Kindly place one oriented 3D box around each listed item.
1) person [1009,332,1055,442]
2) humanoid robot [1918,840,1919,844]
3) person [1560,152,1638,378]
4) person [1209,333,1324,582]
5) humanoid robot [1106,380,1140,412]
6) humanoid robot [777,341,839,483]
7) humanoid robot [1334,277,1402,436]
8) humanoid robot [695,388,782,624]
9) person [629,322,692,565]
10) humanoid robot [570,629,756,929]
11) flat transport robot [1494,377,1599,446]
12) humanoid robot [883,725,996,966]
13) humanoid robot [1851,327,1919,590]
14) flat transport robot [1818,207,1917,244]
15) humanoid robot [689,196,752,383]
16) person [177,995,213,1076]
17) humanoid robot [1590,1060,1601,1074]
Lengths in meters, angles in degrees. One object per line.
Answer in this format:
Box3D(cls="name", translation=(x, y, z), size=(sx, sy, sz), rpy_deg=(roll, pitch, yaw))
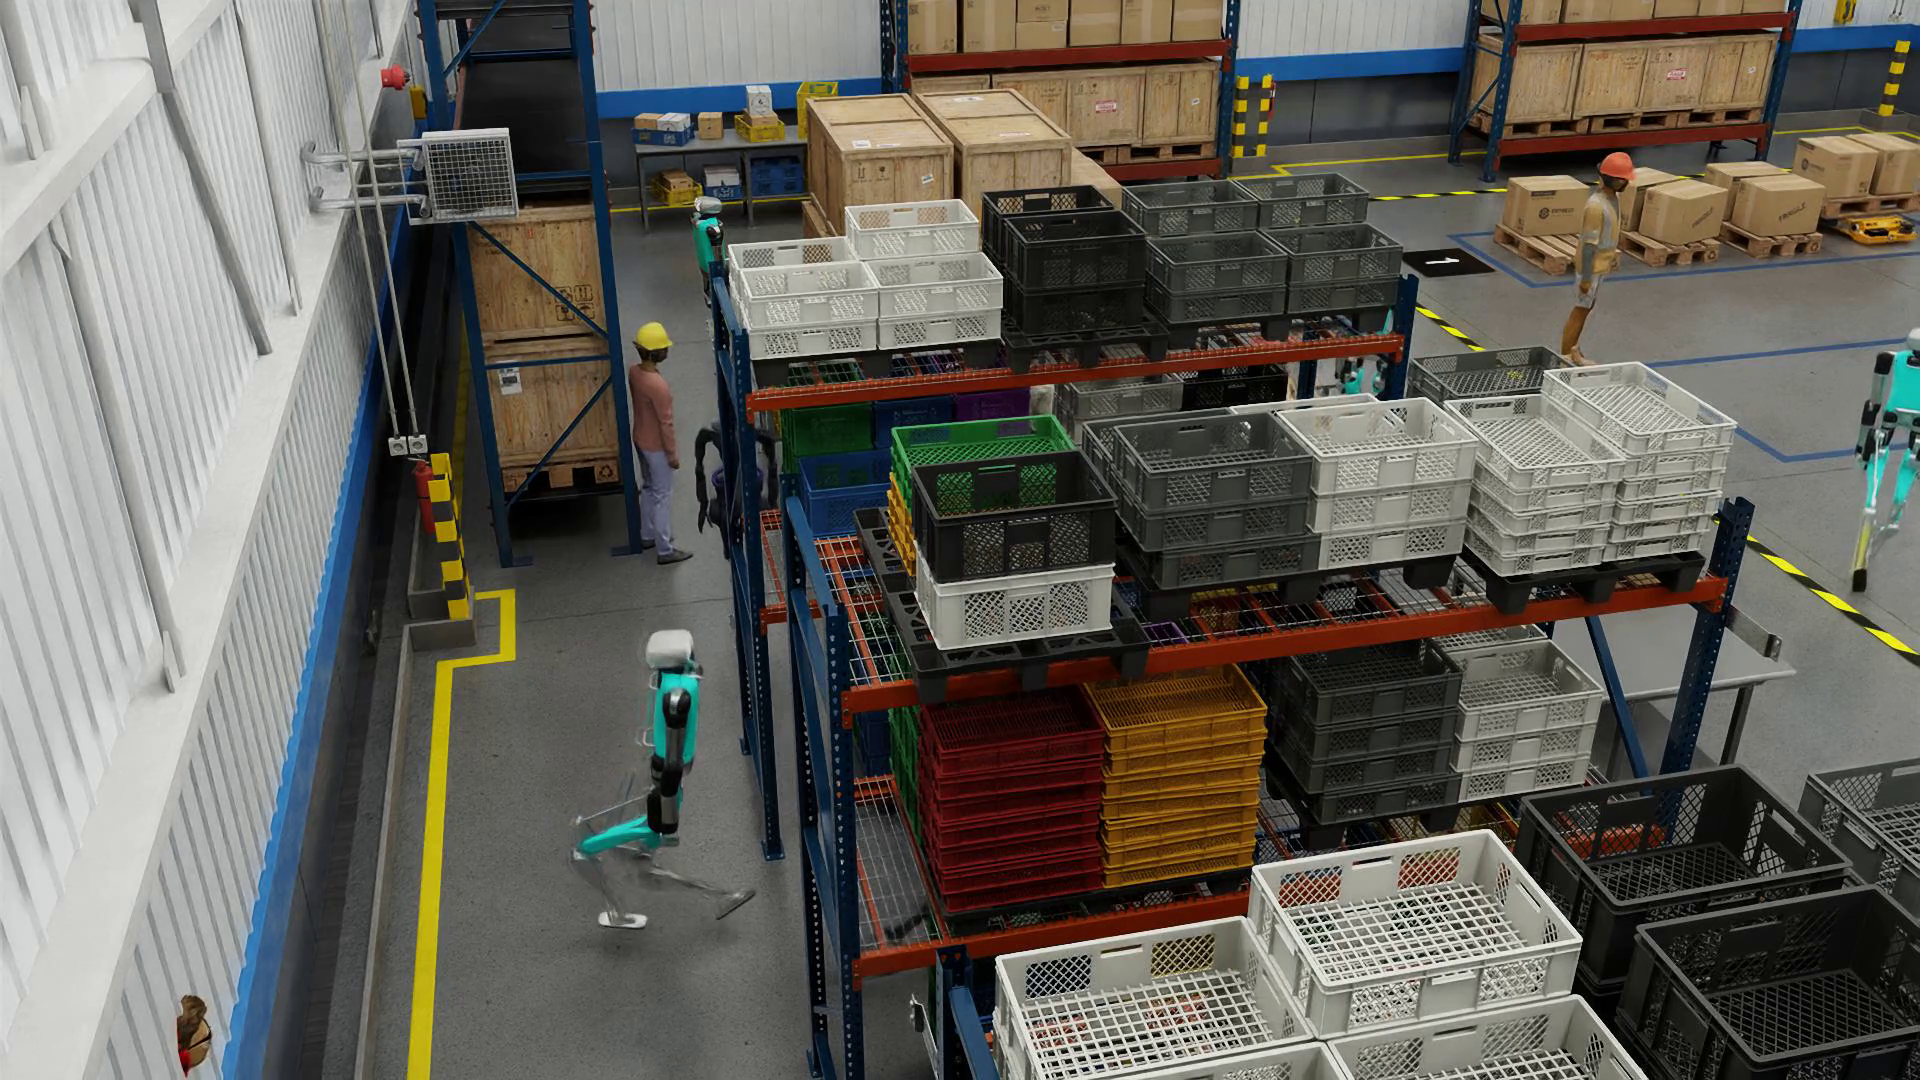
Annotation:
Box3D(cls="person", translation=(0.436, -0.628, 11.562), size=(0.504, 1.839, 0.337), rpy_deg=(19, 33, 32))
Box3D(cls="humanoid robot", translation=(4.632, 1.608, 7.521), size=(0.732, 1.881, 0.539), rpy_deg=(5, 28, 9))
Box3D(cls="person", translation=(5.658, -2.432, 14.760), size=(0.390, 2.040, 0.613), rpy_deg=(17, 32, 28))
Box3D(cls="person", translation=(2.084, -0.507, 11.293), size=(1.008, 1.871, 0.545), rpy_deg=(5, 28, 10))
Box3D(cls="humanoid robot", translation=(0.751, -0.174, 10.831), size=(0.876, 1.762, 0.532), rpy_deg=(-7, 29, -13))
Box3D(cls="humanoid robot", translation=(-1.038, -0.751, 12.009), size=(0.611, 1.615, 0.789), rpy_deg=(-24, 36, -38))
Box3D(cls="humanoid robot", translation=(3.227, -1.309, 12.980), size=(0.541, 1.808, 0.800), rpy_deg=(17, 32, 28))
Box3D(cls="humanoid robot", translation=(-1.467, -0.301, 11.139), size=(0.587, 1.634, 0.706), rpy_deg=(-1, 28, -3))
Box3D(cls="person", translation=(-2.133, -0.689, 11.760), size=(0.344, 1.761, 0.529), rpy_deg=(-17, 32, -29))
Box3D(cls="humanoid robot", translation=(-1.549, 1.242, 8.108), size=(1.028, 1.731, 0.554), rpy_deg=(-3, 28, -6))
Box3D(cls="flat transport robot", translation=(4.780, -1.036, 14.013), size=(0.659, 0.231, 1.431), rpy_deg=(-6, 28, -12))
Box3D(cls="humanoid robot", translation=(-0.063, 1.389, 7.912), size=(0.597, 1.633, 0.590), rpy_deg=(-9, 29, -17))
Box3D(cls="humanoid robot", translation=(6.445, -0.506, 11.458), size=(0.545, 1.771, 0.933), rpy_deg=(13, 31, 24))
Box3D(cls="flat transport robot", translation=(10.192, -3.723, 19.081), size=(0.652, 0.197, 1.431), rpy_deg=(-6, 28, -12))
Box3D(cls="humanoid robot", translation=(-1.942, -2.201, 14.502), size=(0.735, 1.677, 0.533), rpy_deg=(-15, 31, -26))
Box3D(cls="person", translation=(-2.664, 2.375, 5.862), size=(0.390, 1.836, 0.562), rpy_deg=(-19, 33, -31))
Box3D(cls="humanoid robot", translation=(2.317, 2.274, 6.230), size=(0.347, 1.649, 0.588), rpy_deg=(-9, 29, -16))
